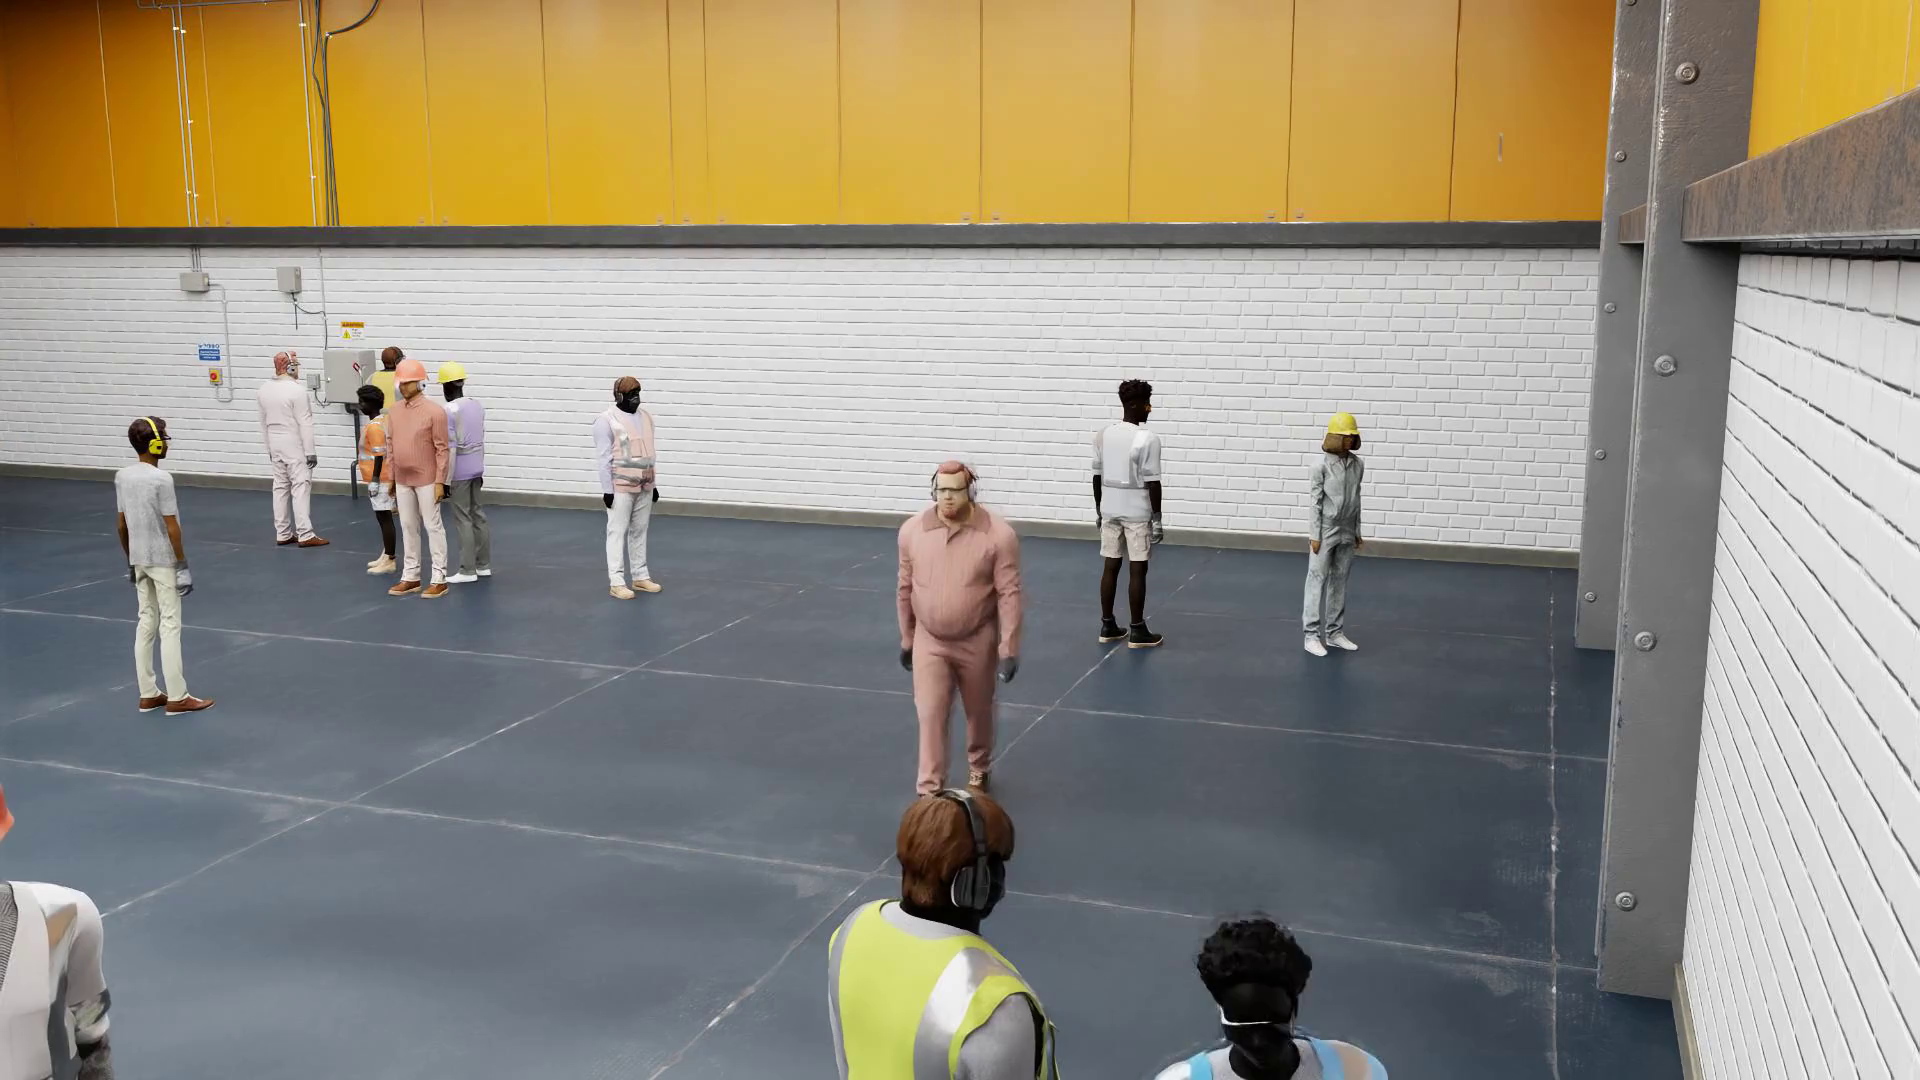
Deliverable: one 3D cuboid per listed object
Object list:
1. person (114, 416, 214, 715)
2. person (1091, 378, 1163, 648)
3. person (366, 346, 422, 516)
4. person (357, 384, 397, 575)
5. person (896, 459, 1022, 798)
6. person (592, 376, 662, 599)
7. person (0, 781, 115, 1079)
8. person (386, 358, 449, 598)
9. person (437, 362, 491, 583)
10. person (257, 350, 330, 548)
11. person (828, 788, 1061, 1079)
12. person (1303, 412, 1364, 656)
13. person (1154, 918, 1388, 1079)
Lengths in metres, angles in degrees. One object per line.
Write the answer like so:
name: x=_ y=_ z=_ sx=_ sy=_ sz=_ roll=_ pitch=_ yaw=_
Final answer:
person: x=-5.009 y=0.160 z=10.395 sx=0.517 sy=1.874 sz=0.328 roll=5 pitch=11 yaw=25
person: x=1.236 y=-0.197 z=12.146 sx=0.613 sy=1.961 sz=0.362 roll=10 pitch=14 yaw=44
person: x=-6.049 y=-1.159 z=17.904 sx=0.626 sy=1.846 sz=0.429 roll=3 pitch=11 yaw=17
person: x=-5.193 y=-0.541 z=14.841 sx=0.319 sy=1.694 sz=0.532 roll=-3 pitch=10 yaw=-16
person: x=-0.008 y=0.505 z=8.503 sx=0.663 sy=1.857 sz=0.990 roll=2 pitch=10 yaw=10
person: x=-2.748 y=-0.444 z=13.885 sx=0.429 sy=1.844 sz=0.626 roll=7 pitch=12 yaw=33
person: x=-2.016 y=1.360 z=3.454 sx=0.551 sy=1.935 sz=0.375 roll=-9 pitch=14 yaw=-42
person: x=-4.520 y=-0.513 z=13.836 sx=0.611 sy=1.995 sz=0.376 roll=4 pitch=11 yaw=22
person: x=-4.337 y=-0.583 z=14.432 sx=0.383 sy=1.922 sz=0.593 roll=3 pitch=10 yaw=15
person: x=-6.477 y=-0.880 z=16.152 sx=0.639 sy=1.910 sz=0.407 roll=5 pitch=11 yaw=28
person: x=-0.008 y=1.407 z=3.466 sx=0.429 sy=1.842 sz=0.626 roll=-7 pitch=12 yaw=-36
person: x=2.708 y=-0.048 z=11.925 sx=0.487 sy=1.744 sz=0.312 roll=-6 pitch=12 yaw=-31
person: x=0.612 y=1.528 z=3.319 sx=0.533 sy=1.649 sz=0.853 roll=-3 pitch=10 yaw=-16
